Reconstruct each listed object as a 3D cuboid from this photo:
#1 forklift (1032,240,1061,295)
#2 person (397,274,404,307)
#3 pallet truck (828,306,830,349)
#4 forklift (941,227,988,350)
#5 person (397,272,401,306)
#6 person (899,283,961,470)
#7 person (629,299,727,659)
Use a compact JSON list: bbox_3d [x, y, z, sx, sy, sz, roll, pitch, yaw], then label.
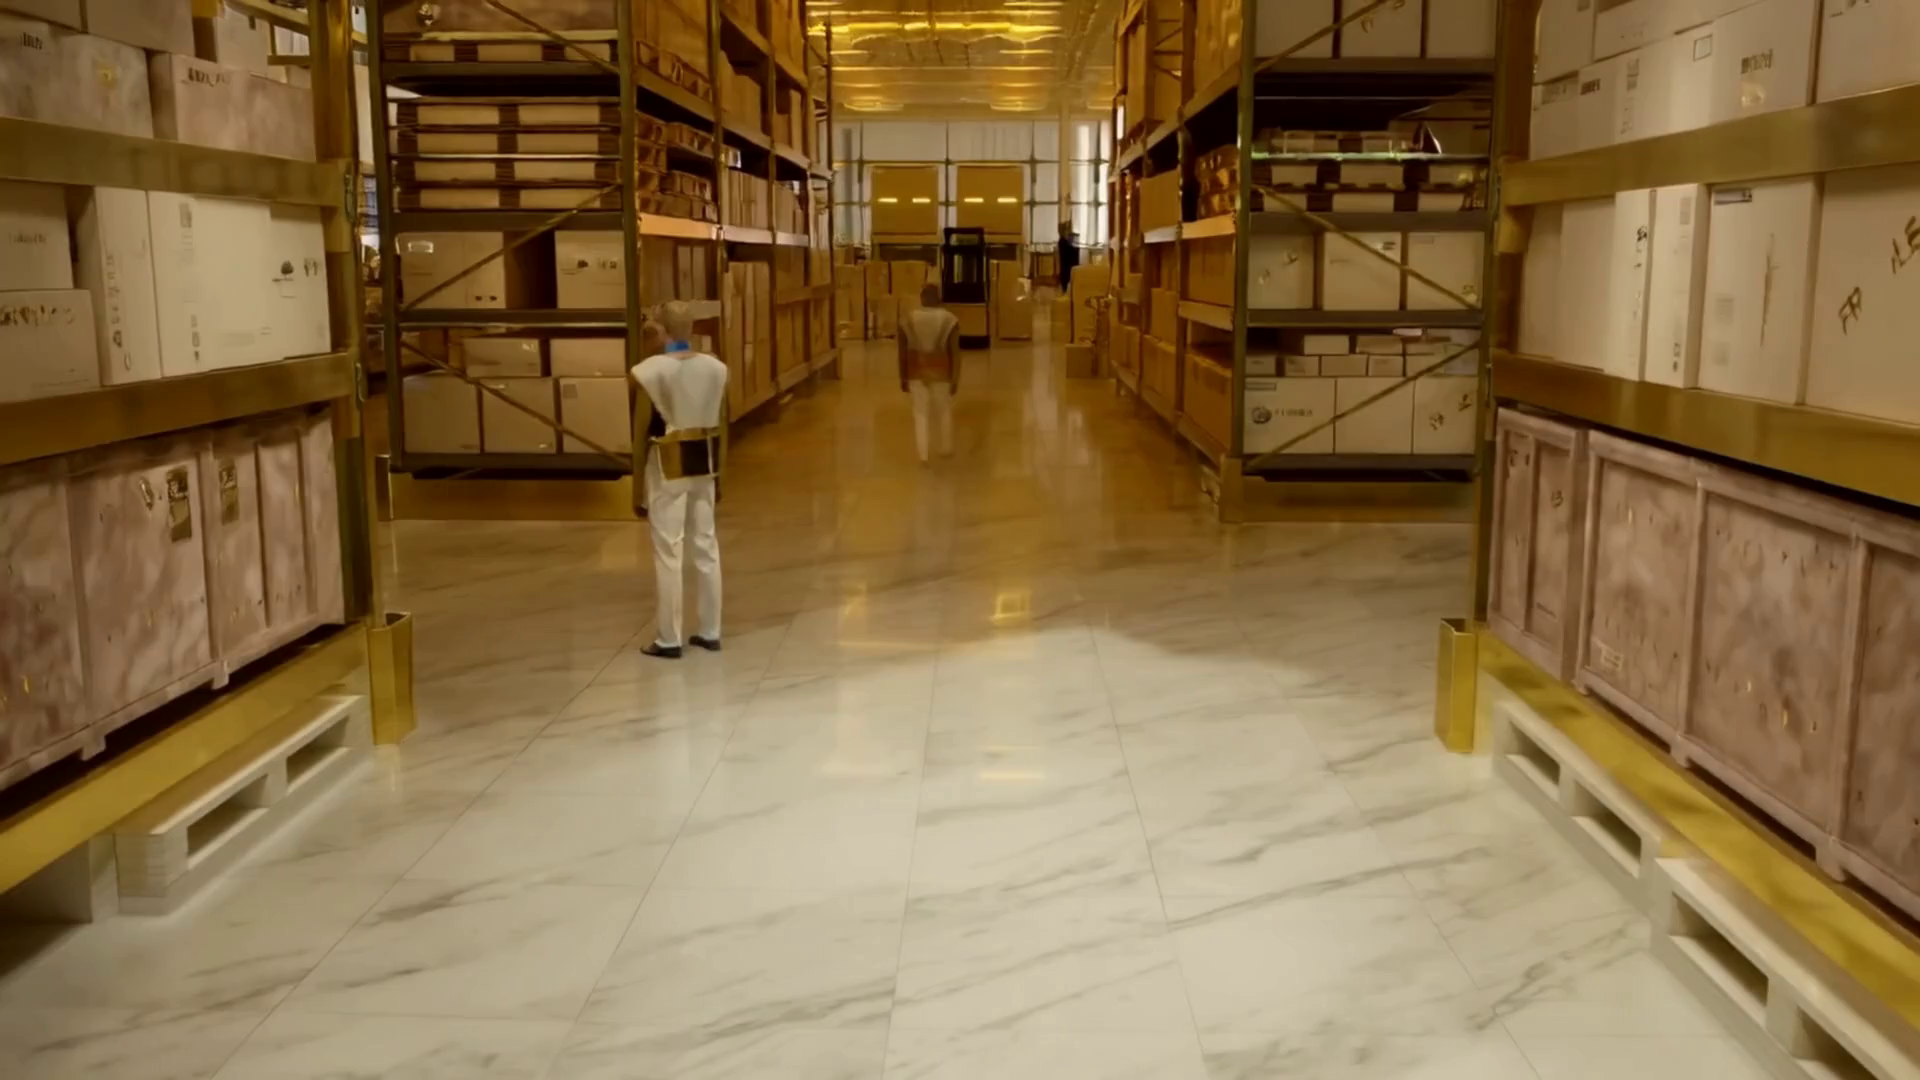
[{"bbox_3d":[3.172,-9.648,61.356,1.129,2.768,1.873,0,9,1],"label":"forklift"},{"bbox_3d":[-19.573,-8.725,58.718,0.633,1.918,0.779,1,10,6],"label":"person"},{"bbox_3d":[-3.100,-3.940,29.800,1.885,1.965,0.823,3,10,19],"label":"pallet truck"},{"bbox_3d":[0.091,-5.837,38.527,1.129,2.768,1.873,0,9,1],"label":"forklift"},{"bbox_3d":[-20.625,-8.947,60.719,0.546,1.686,0.540,-5,11,-28],"label":"person"},{"bbox_3d":[-0.282,-1.614,16.407,0.641,1.816,0.747,1,10,7],"label":"person"},{"bbox_3d":[-1.422,-0.305,8.523,0.560,1.836,0.389,-9,13,-42],"label":"person"}]
